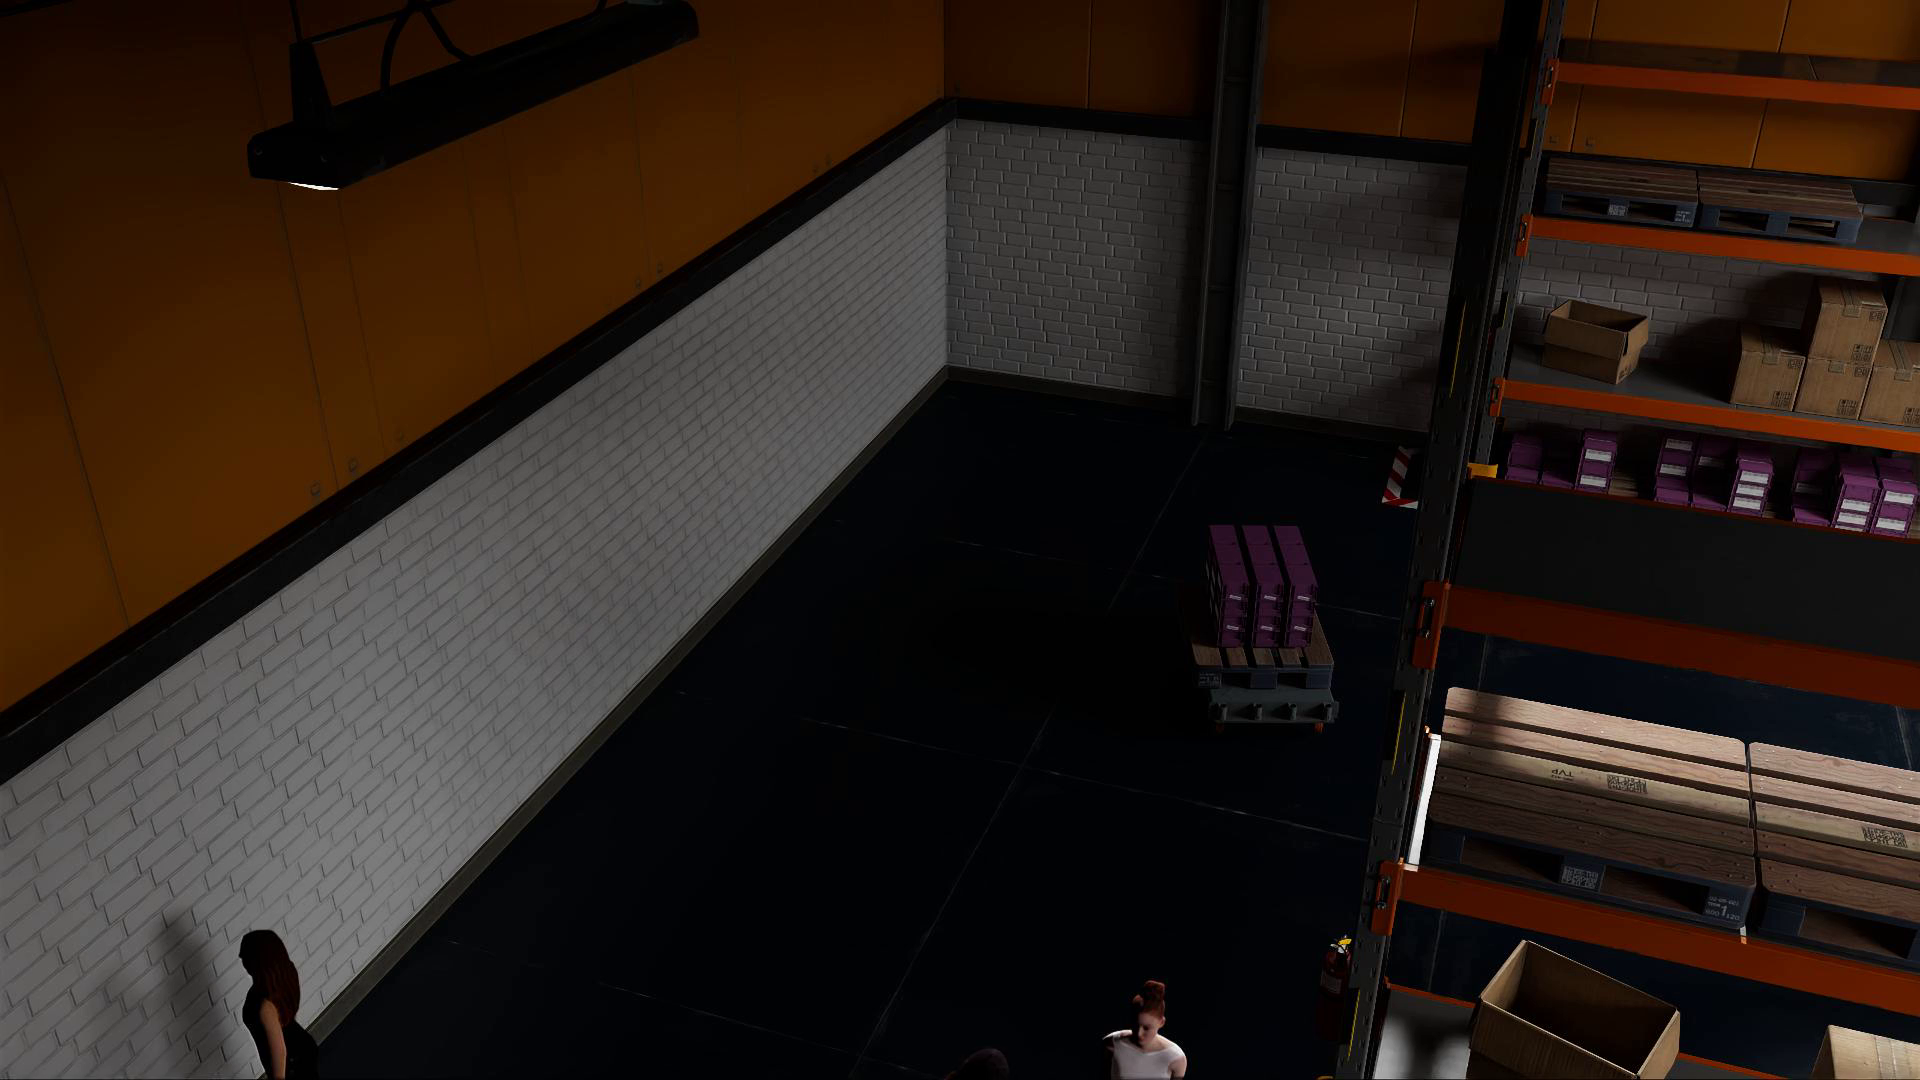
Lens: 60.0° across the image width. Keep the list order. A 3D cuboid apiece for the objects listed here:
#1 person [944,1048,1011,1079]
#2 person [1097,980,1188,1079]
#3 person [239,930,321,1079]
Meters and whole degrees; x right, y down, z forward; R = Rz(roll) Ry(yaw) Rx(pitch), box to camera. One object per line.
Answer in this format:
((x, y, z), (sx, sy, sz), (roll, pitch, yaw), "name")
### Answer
((0.067, 2.949, 7.815), (0.756, 1.628, 0.700), (13, 31, 22), "person")
((0.840, 2.804, 7.912), (0.411, 1.790, 0.631), (10, 30, 17), "person")
((-3.338, 2.620, 8.315), (0.649, 1.726, 0.639), (-4, 29, -7), "person")
